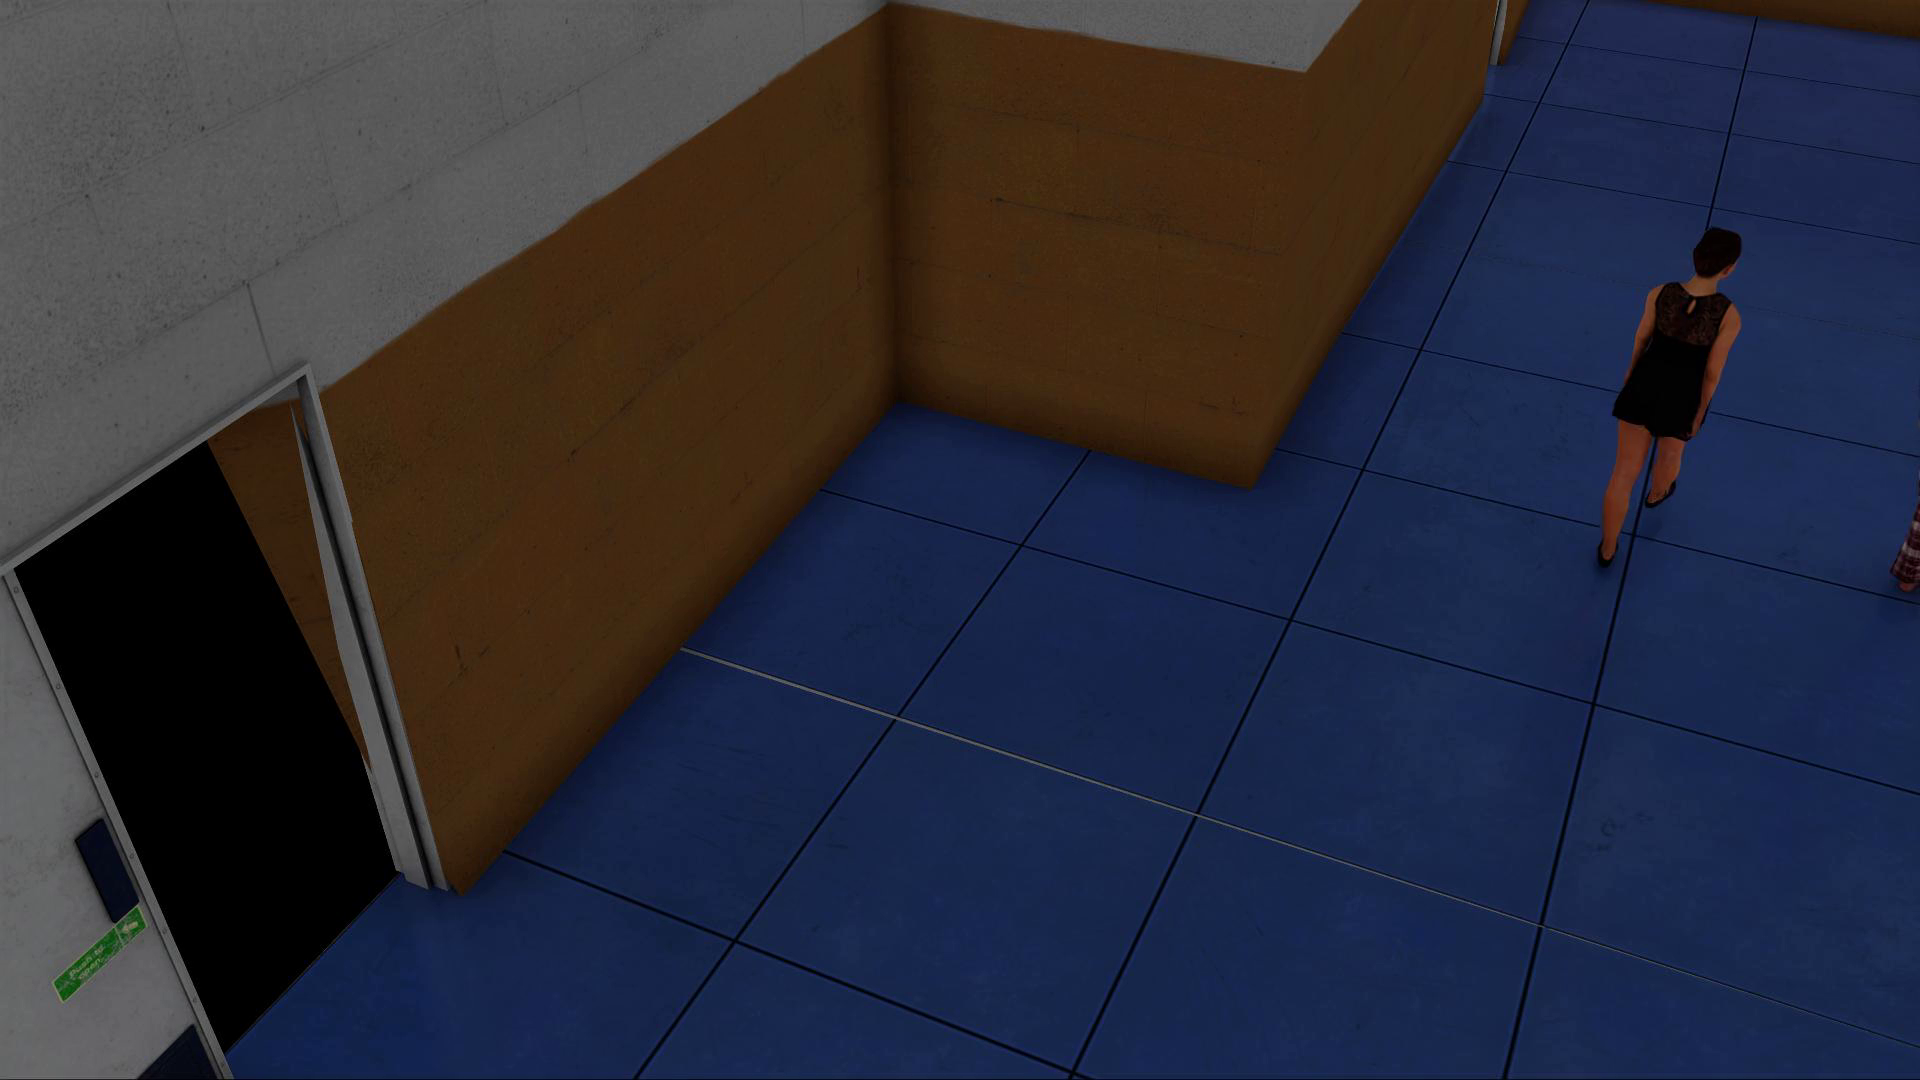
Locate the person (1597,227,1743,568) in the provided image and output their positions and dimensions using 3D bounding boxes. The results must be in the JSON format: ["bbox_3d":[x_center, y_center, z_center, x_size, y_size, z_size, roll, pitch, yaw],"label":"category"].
[{"bbox_3d":[3.133,-0.590,7.474,0.997,1.644,0.735,20,41,25],"label":"person"}]
